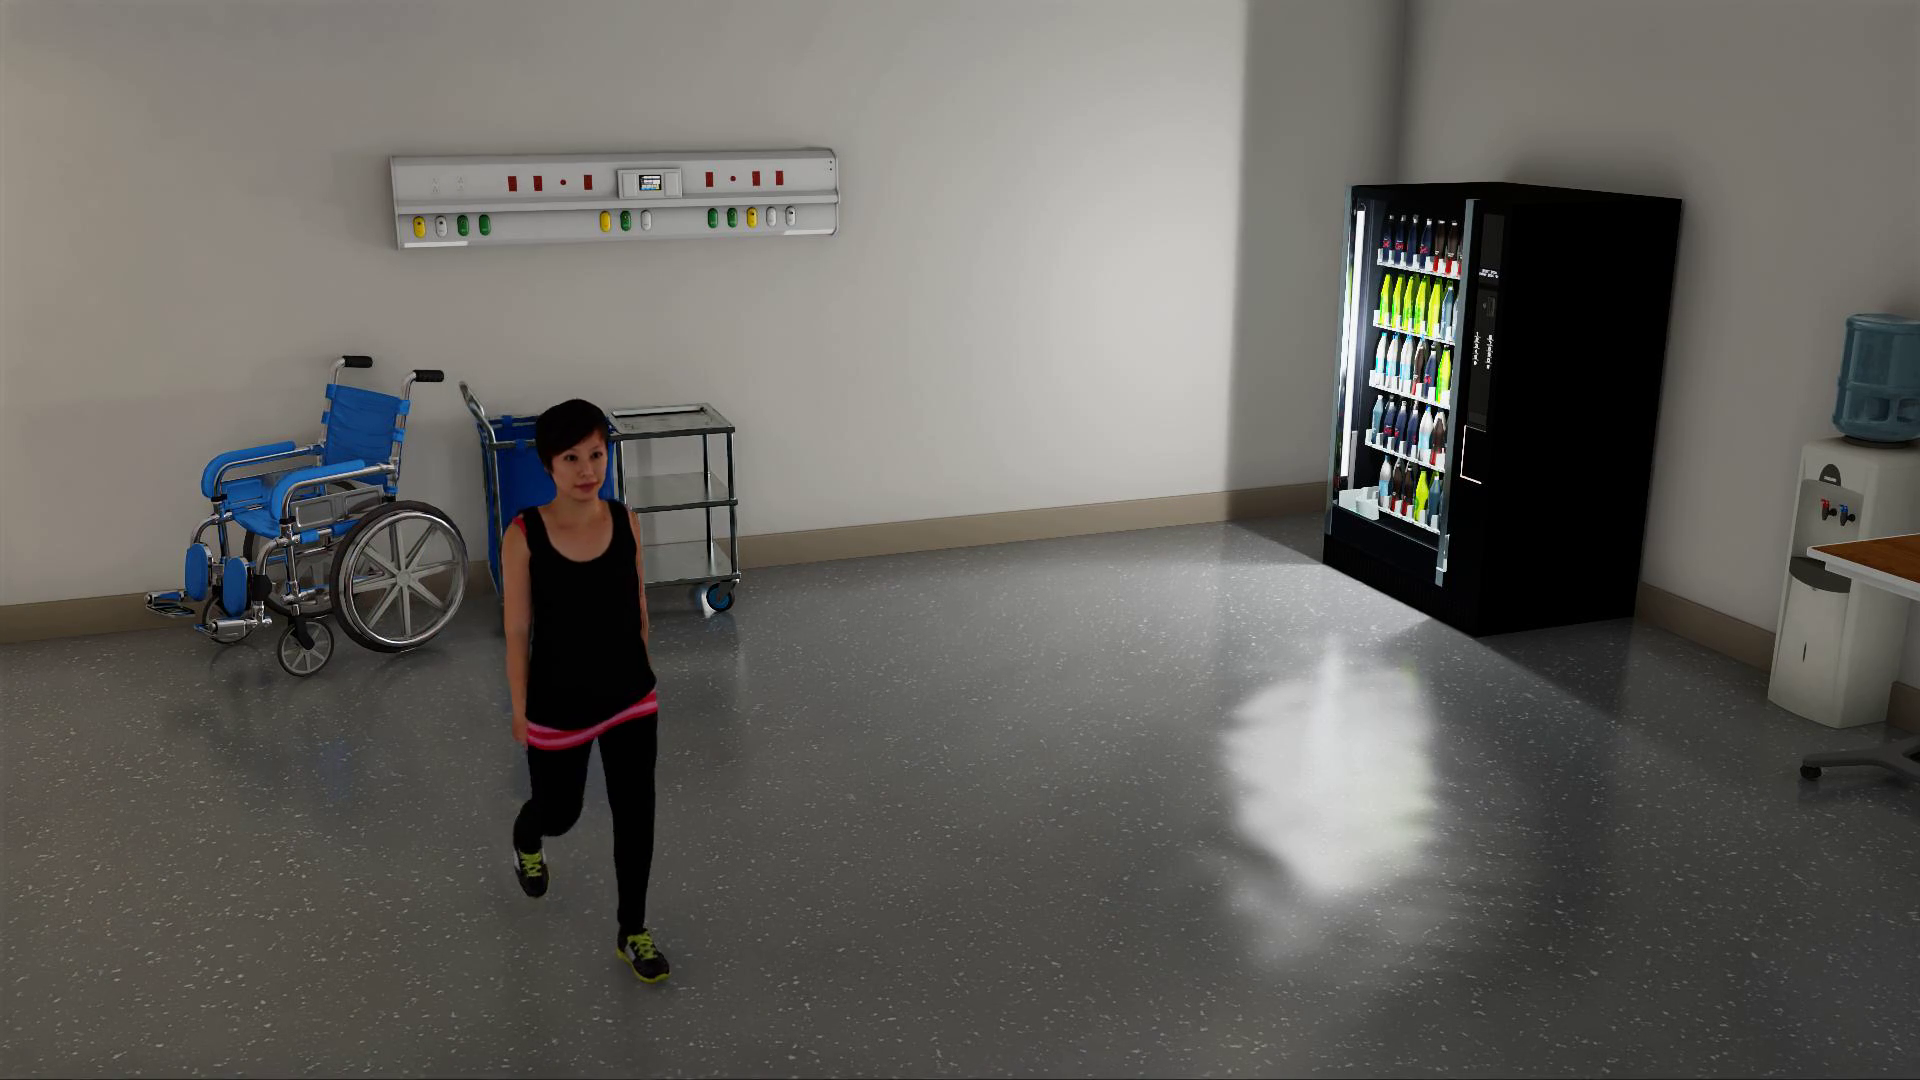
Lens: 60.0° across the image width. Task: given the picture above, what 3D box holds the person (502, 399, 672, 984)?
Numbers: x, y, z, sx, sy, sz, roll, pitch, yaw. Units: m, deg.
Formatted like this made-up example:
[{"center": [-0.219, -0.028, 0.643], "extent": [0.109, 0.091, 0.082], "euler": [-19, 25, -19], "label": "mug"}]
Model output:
[{"center": [-1.018, 0.387, 4.417], "extent": [0.691, 1.537, 0.948], "euler": [-11, 19, -34], "label": "person"}]
